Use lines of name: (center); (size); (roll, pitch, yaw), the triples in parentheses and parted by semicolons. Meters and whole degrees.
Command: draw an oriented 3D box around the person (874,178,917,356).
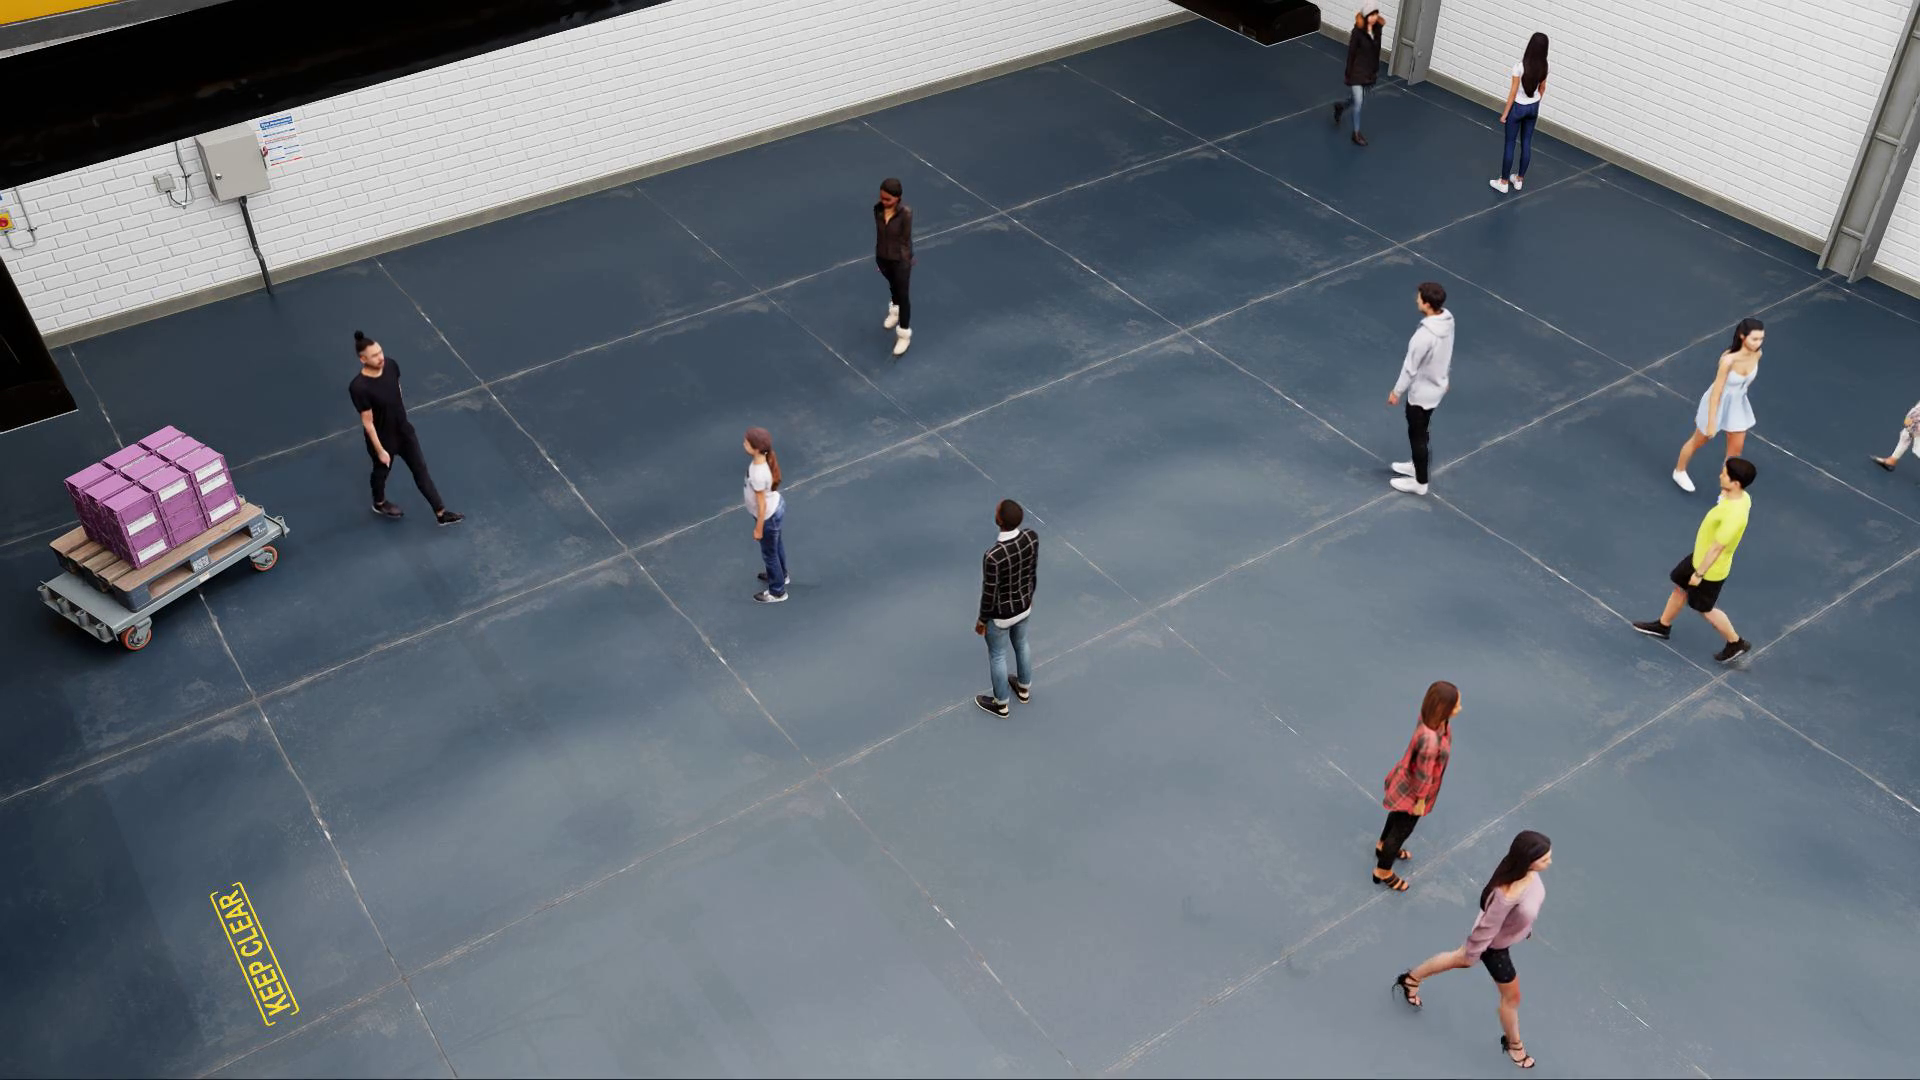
person: (-0.676, -2.555, 15.505); (0.916, 1.652, 0.945); (-13, 40, -15)

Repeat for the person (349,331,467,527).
person: (-4.644, -0.880, 13.274); (1.258, 1.819, 1.059); (16, 41, 19)

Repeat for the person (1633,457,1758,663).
person: (5.526, 0.166, 12.071); (1.119, 1.686, 0.983); (13, 40, 15)

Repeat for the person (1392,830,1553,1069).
person: (2.922, 2.235, 9.418); (1.205, 1.764, 0.924); (21, 43, 24)

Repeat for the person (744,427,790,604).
person: (-1.469, -0.210, 12.642); (0.694, 1.562, 0.623); (3, 39, 4)

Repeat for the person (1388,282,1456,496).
person: (3.838, -1.229, 13.640); (0.784, 1.909, 0.793); (22, 44, 25)

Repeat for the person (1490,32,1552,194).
person: (6.097, -4.628, 18.003); (0.656, 1.775, 0.624); (-10, 40, -12)

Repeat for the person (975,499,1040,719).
person: (0.340, 0.472, 11.580); (0.688, 1.821, 0.577); (-28, 47, -31)

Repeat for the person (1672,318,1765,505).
person: (6.197, -1.115, 13.659); (0.732, 1.705, 0.990); (-15, 41, -18)

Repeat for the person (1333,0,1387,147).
person: (4.571, -5.399, 19.095); (0.682, 1.616, 0.977); (-18, 42, -21)

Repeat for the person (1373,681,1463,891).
person: (2.841, 1.508, 10.381); (0.748, 1.698, 0.713); (12, 40, 14)
